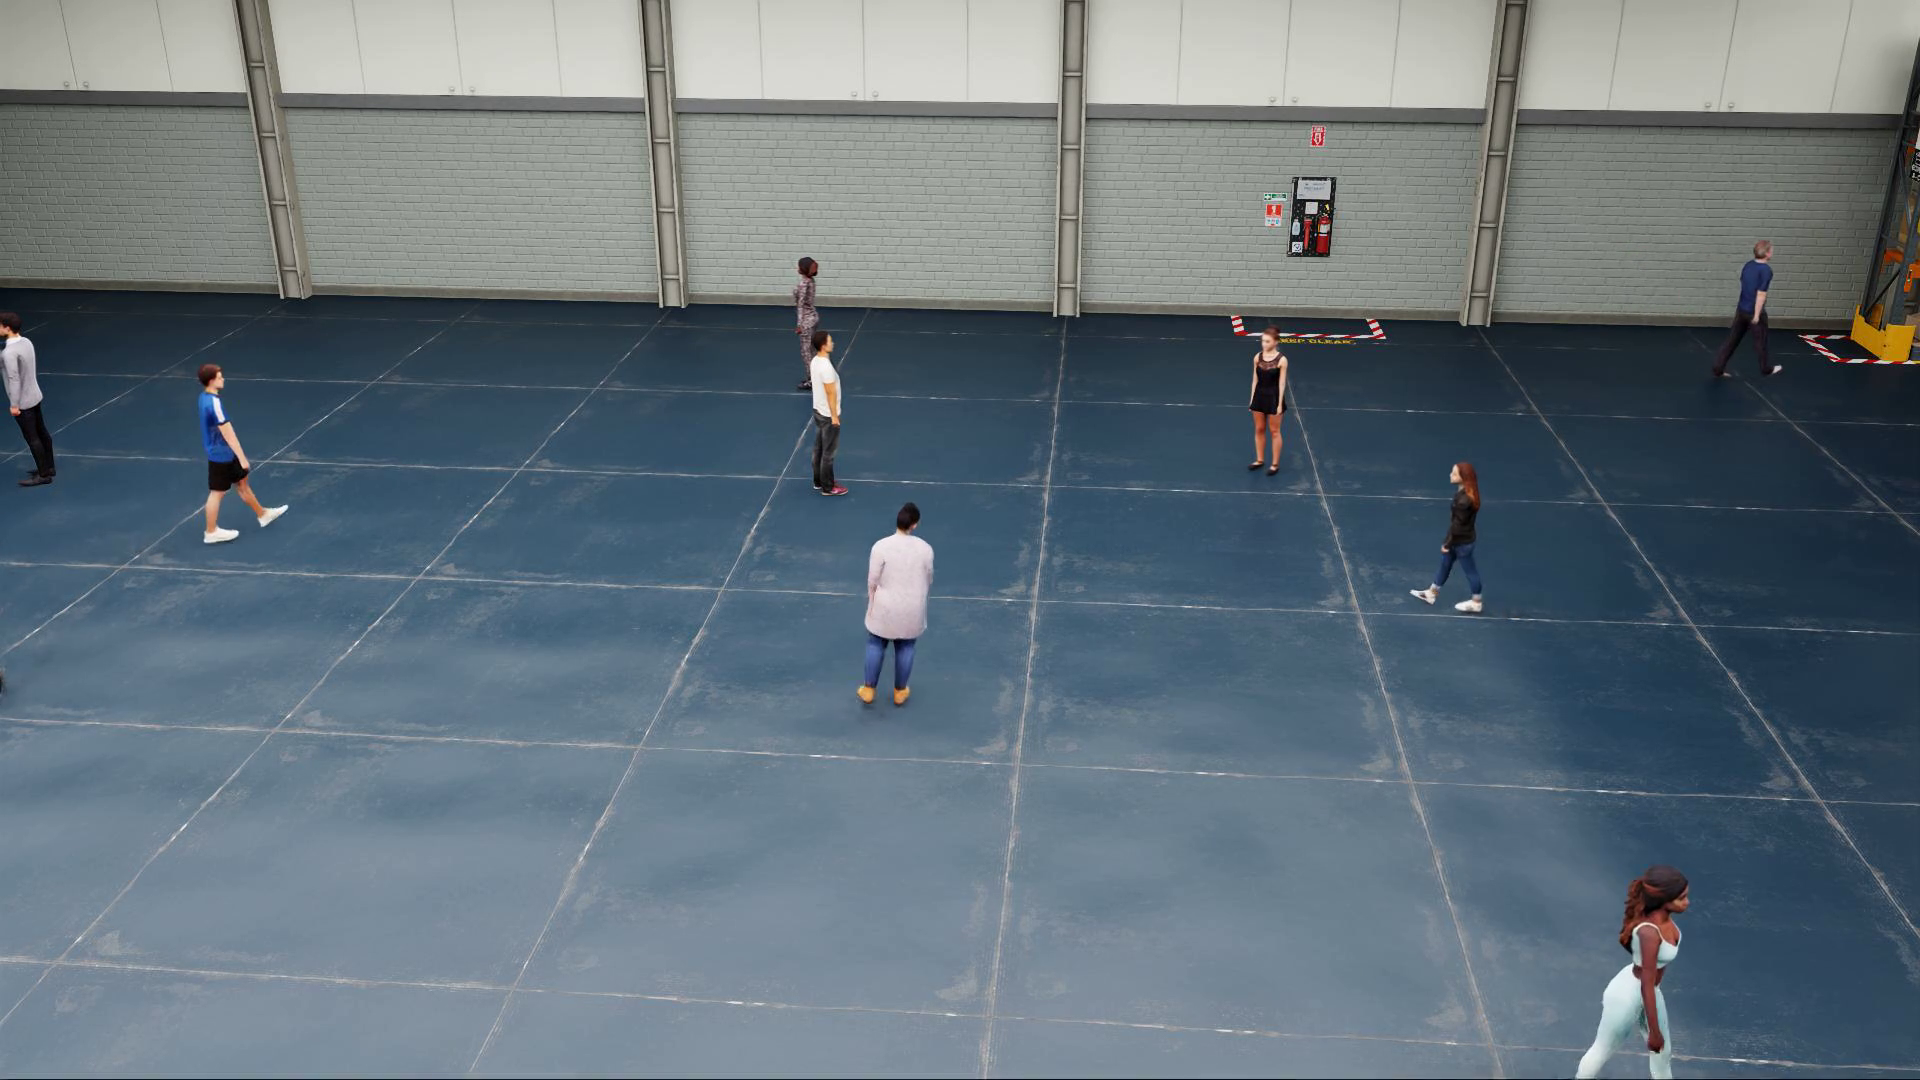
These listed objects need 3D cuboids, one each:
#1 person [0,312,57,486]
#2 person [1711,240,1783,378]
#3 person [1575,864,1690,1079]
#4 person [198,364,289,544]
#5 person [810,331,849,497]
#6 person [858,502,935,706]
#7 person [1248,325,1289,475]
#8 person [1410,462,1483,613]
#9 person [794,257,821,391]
[{"bbox_3d":[-10.223,-1.561,18.205,0.740,1.923,0.804,-4,23,-10],"label":"person"},{"bbox_3d":[10.177,-2.938,21.580,1.271,1.816,0.941,-5,24,-13],"label":"person"},{"bbox_3d":[3.566,2.473,9.006,1.064,1.699,0.878,15,27,31],"label":"person"},{"bbox_3d":[-7.486,-0.838,16.620,1.218,1.833,1.105,-15,27,-31],"label":"person"},{"bbox_3d":[-1.456,-1.380,17.932,0.716,1.804,0.724,-10,25,-23],"label":"person"},{"bbox_3d":[-0.525,0.544,13.523,0.669,1.714,0.913,-8,24,-17],"label":"person"},{"bbox_3d":[3.449,-1.571,18.540,0.667,1.680,0.750,19,29,37],"label":"person"},{"bbox_3d":[4.653,-0.004,15.152,0.892,1.447,0.624,5,24,11],"label":"person"},{"bbox_3d":[-1.948,-2.790,21.361,0.609,1.716,0.613,6,24,15],"label":"person"}]
